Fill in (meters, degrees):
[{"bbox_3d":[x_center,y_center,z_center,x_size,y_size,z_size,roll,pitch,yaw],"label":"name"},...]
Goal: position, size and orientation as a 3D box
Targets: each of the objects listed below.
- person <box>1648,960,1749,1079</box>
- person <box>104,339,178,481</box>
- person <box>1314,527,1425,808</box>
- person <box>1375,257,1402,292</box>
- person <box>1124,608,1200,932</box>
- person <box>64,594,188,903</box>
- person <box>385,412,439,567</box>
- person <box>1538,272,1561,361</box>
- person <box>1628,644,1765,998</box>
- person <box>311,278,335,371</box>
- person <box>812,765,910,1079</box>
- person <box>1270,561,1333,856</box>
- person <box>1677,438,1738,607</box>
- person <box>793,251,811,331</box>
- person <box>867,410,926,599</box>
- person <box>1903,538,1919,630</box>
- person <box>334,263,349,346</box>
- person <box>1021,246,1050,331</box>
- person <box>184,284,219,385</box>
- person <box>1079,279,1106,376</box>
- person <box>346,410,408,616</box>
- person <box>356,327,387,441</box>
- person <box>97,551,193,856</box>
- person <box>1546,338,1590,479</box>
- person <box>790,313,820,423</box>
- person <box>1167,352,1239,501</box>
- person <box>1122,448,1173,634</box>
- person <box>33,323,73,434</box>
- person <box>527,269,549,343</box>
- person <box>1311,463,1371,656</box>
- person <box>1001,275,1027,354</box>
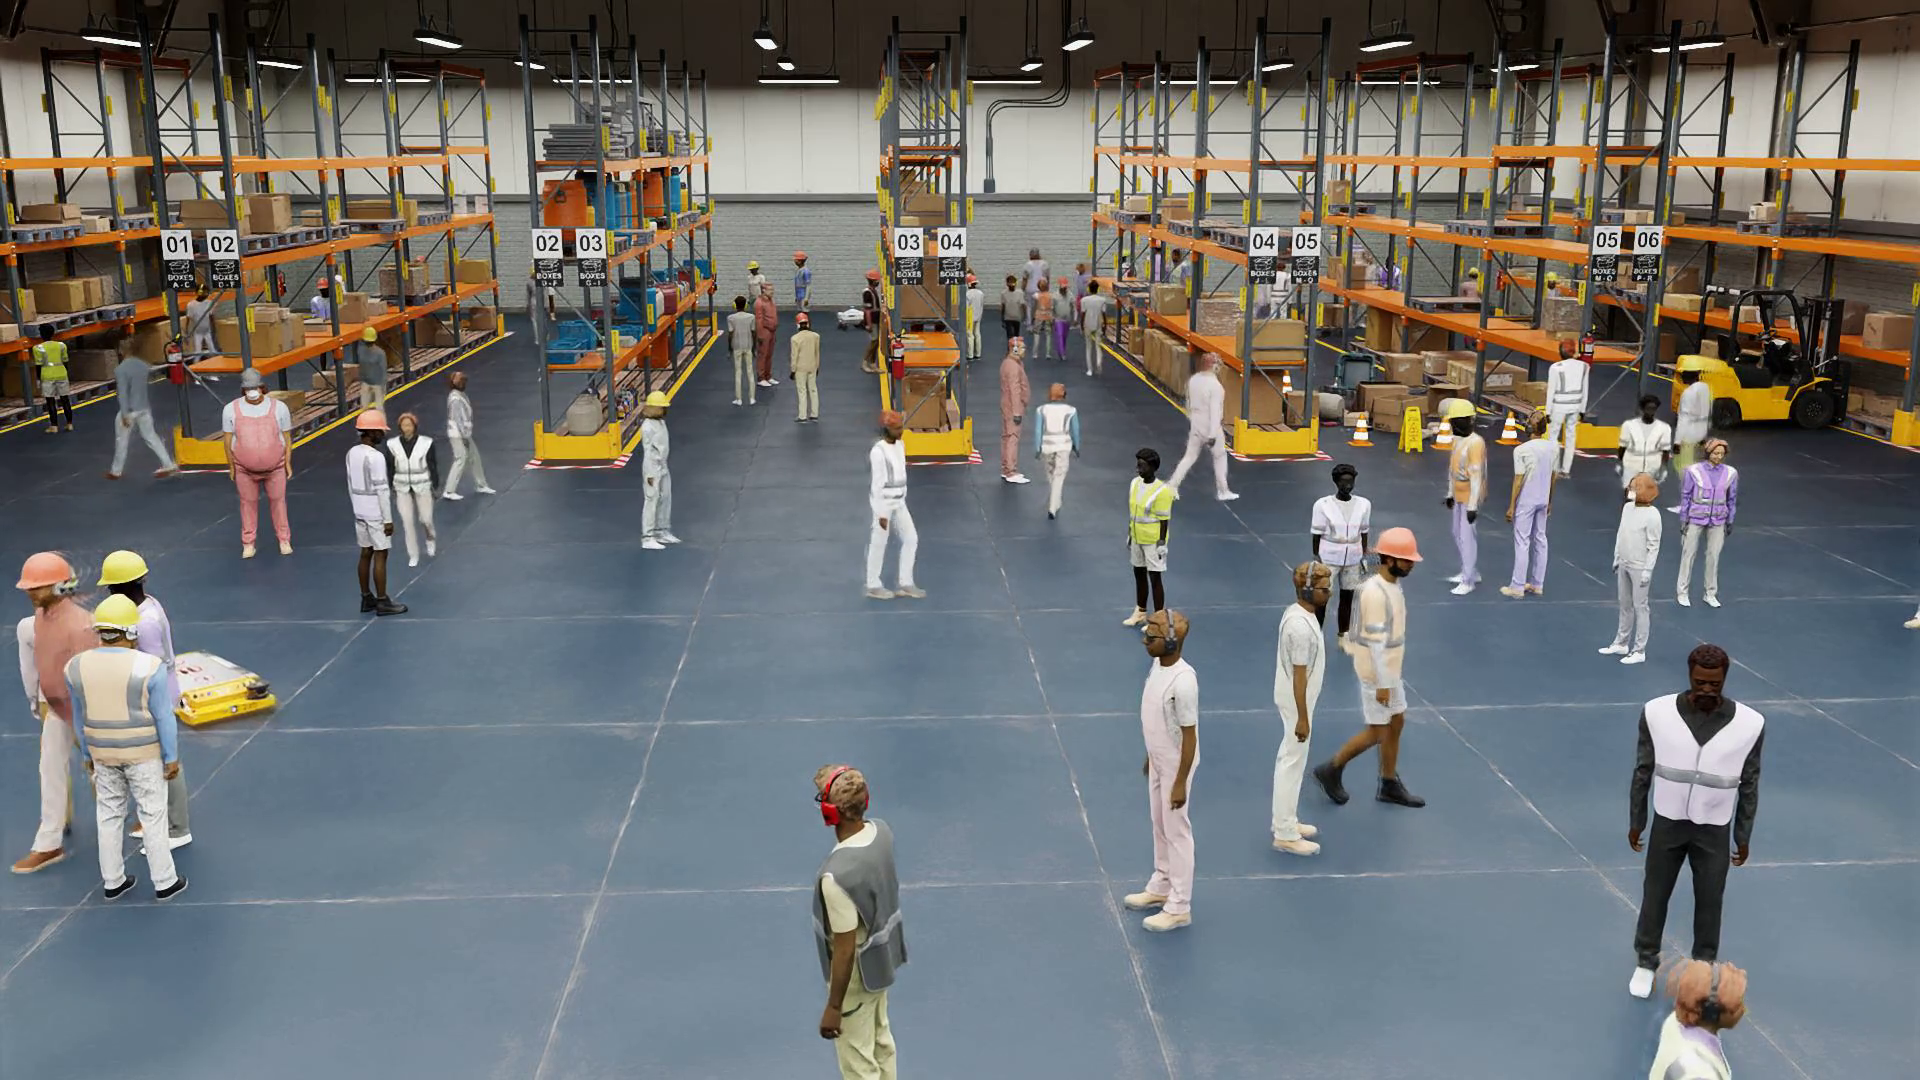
[{"bbox_3d":[2.577,2.218,5.827,0.877,1.584,0.534,5,14,20],"label":"person"},{"bbox_3d":[-10.807,-1.694,21.851,0.975,1.878,0.643,3,14,14],"label":"person"},{"bbox_3d":[2.740,0.844,10.955,0.656,1.917,0.570,8,16,31],"label":"person"},{"bbox_3d":[10.052,-5.749,39.077,0.626,1.837,0.429,4,14,16],"label":"person"},{"bbox_3d":[1.155,1.273,9.292,0.351,1.847,0.507,-3,14,-11],"label":"person"},{"bbox_3d":[-4.805,1.209,9.625,0.588,1.823,0.404,1,13,3],"label":"person"},{"bbox_3d":[-5.722,-0.534,17.405,0.513,1.631,0.391,-2,13,-8],"label":"person"},{"bbox_3d":[12.072,-4.590,34.160,0.599,1.830,0.404,-3,14,-13],"label":"person"},{"bbox_3d":[3.725,1.433,8.480,0.592,1.910,0.378,5,14,21],"label":"person"},{"bbox_3d":[-11.833,-3.926,31.122,0.545,1.939,0.354,-4,14,-16],"label":"person"},{"bbox_3d":[-0.424,1.826,6.962,0.396,1.841,0.565,4,14,16],"label":"person"},{"bbox_3d":[2.114,1.028,10.330,0.326,1.843,0.517,2,13,9],"label":"person"},{"bbox_3d":[7.113,-0.166,15.854,0.514,1.634,0.313,1,13,4],"label":"person"},{"bbox_3d":[-3.577,-5.492,37.523,0.379,2.045,0.605,-7,15,-28],"label":"person"},{"bbox_3d":[-0.612,-0.319,15.986,0.740,1.860,0.601,6,15,26],"label":"person"},{"bbox_3d":[8.853,-0.045,14.891,0.344,1.839,0.505,-6,15,-25],"label":"person"},{"bbox_3d":[-13.712,-5.203,36.733,0.374,1.840,0.569,-4,14,-18],"label":"person"},{"bbox_3d":[1.780,-5.992,39.652,0.693,2.000,0.536,-2,13,-10],"label":"person"},{"bbox_3d":[-14.136,-3.817,30.861,0.424,1.852,0.711,8,16,31],"label":"person"},{"bbox_3d":[2.539,-4.049,31.835,0.514,1.857,0.530,-1,13,-2],"label":"person"},{"bbox_3d":[-5.478,-0.256,15.577,0.548,1.934,0.374,11,17,39],"label":"person"},{"bbox_3d":[-8.719,-2.315,24.743,0.556,1.717,0.532,4,14,17],"label":"person"},{"bbox_3d":[-5.037,0.997,10.300,0.383,1.921,0.585,-8,15,-30],"label":"person"},{"bbox_3d":[7.984,-1.727,21.944,0.594,1.878,0.410,-2,13,-9],"label":"person"},{"bbox_3d":[-2.486,-2.743,26.520,0.561,1.742,0.337,-12,18,-41],"label":"person"},{"bbox_3d":[2.990,-1.389,20.533,0.943,1.870,0.646,-7,15,-28],"label":"person"},{"bbox_3d":[1.701,-0.001,15.033,0.319,1.691,0.537,-8,16,-31],"label":"person"},{"bbox_3d":[-13.903,-2.474,25.486,0.319,1.697,0.533,8,15,30],"label":"person"},{"bbox_3d":[-9.489,-5.301,37.458,0.492,1.696,0.903,-1,13,-6],"label":"person"},{"bbox_3d":[3.259,0.170,14.281,0.536,1.696,0.321,-2,13,-9],"label":"person"},{"bbox_3d":[1.086,-4.462,33.646,0.529,1.829,0.960,1,13,3],"label":"person"}]
